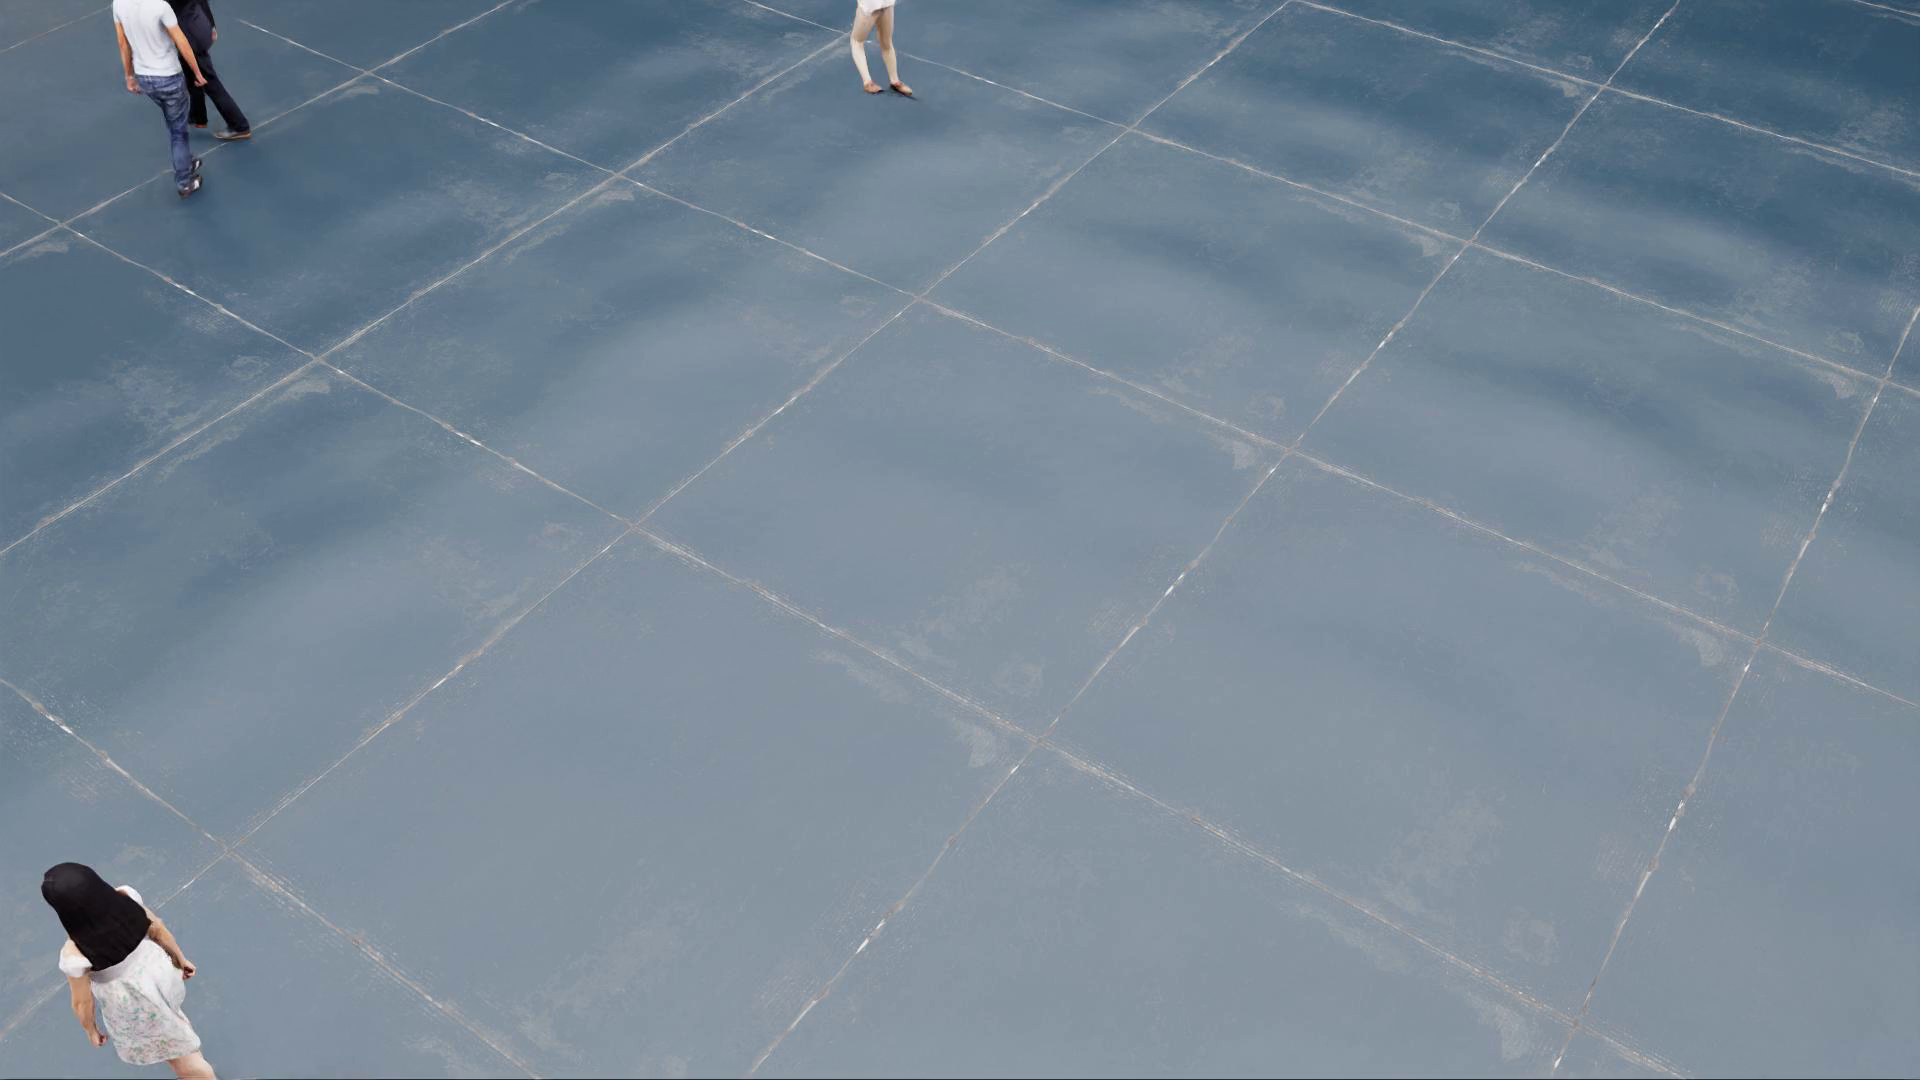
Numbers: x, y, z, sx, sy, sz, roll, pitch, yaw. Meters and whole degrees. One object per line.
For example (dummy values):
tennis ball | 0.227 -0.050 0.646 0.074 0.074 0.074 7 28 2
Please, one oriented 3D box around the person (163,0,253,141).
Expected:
person | -6.028 -4.002 13.190 1.071 1.791 0.977 -2 43 -2

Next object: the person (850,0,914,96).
person | -0.621 -4.394 13.711 0.601 1.655 0.692 26 49 25

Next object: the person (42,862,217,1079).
person | -3.294 1.919 6.870 0.828 1.764 0.746 14 45 14

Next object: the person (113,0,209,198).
person | -6.059 -3.433 12.541 0.847 1.845 0.905 4 43 4
